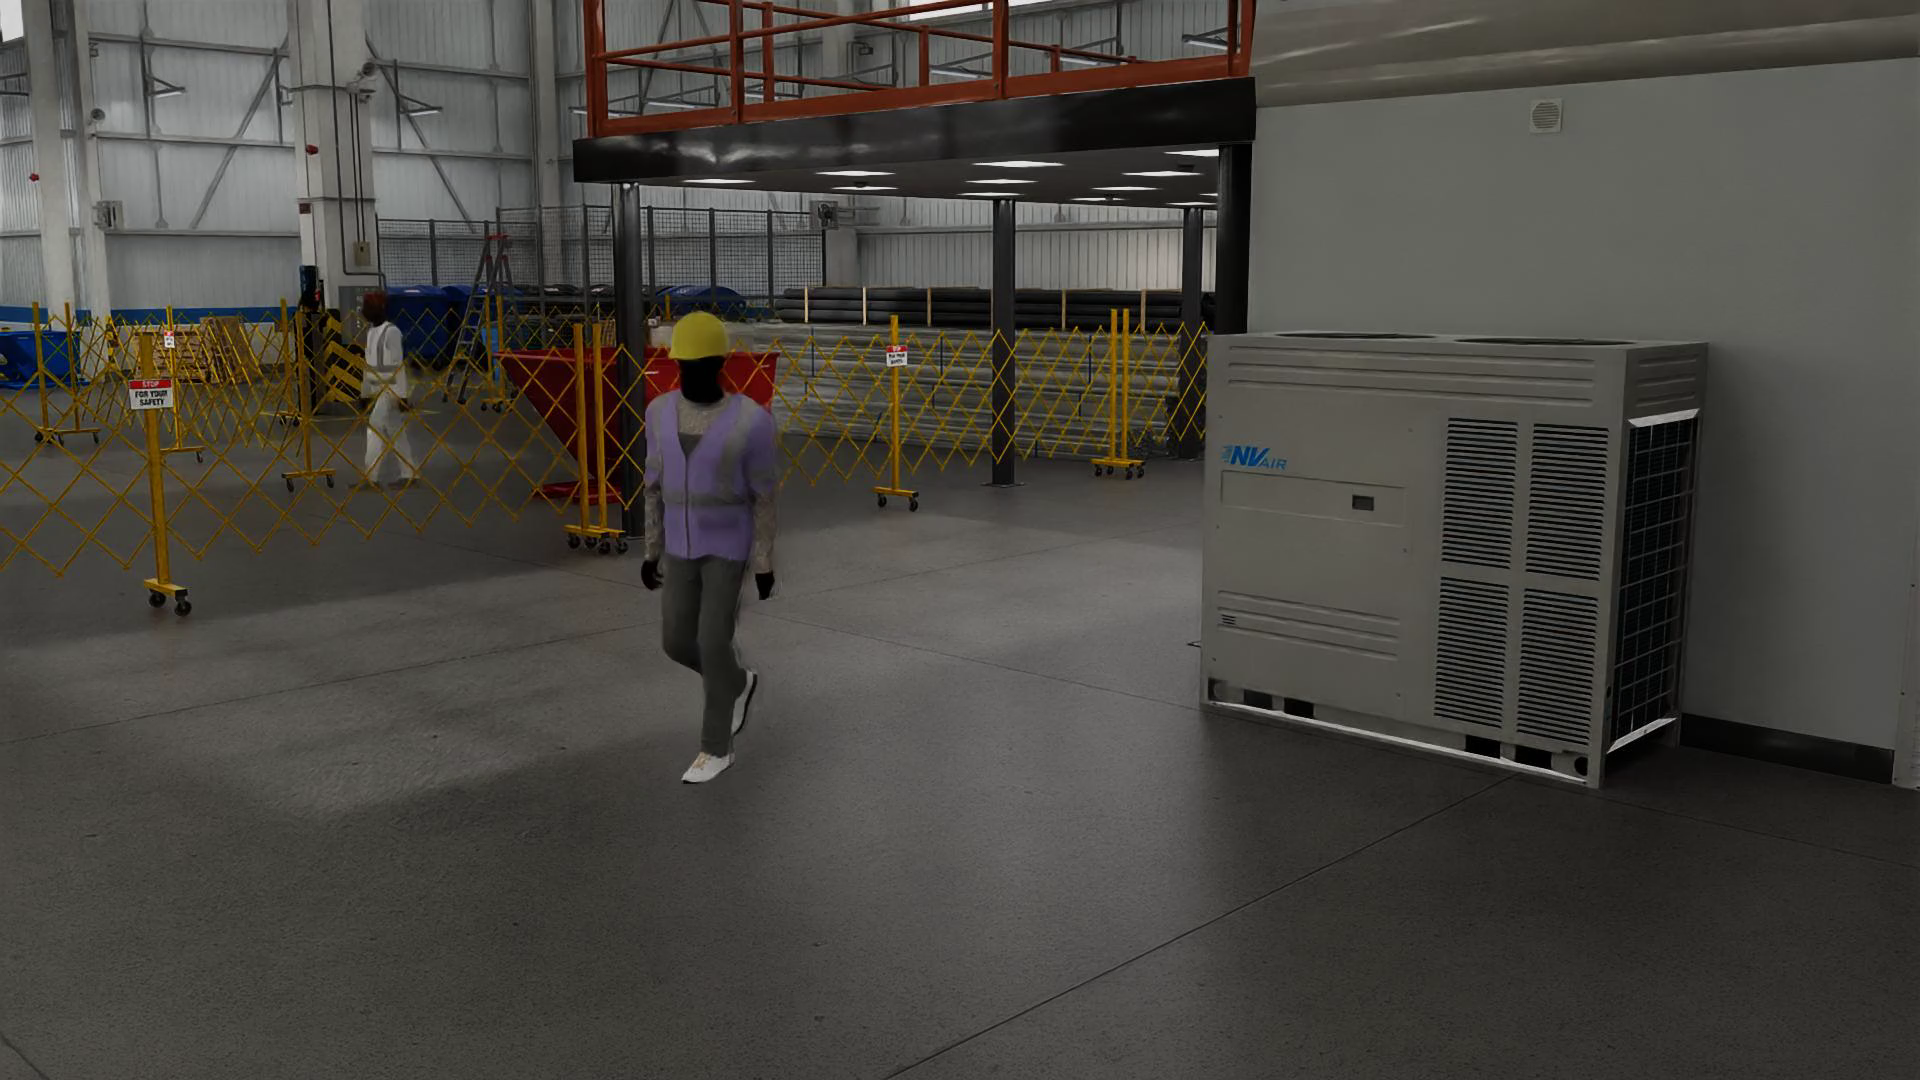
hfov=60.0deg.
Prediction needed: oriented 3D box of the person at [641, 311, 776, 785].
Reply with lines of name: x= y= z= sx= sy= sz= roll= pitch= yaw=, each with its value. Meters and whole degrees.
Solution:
person: x=-1.005 y=0.010 z=6.861 sx=0.604 sy=1.908 sz=0.604 roll=5 pitch=10 yaw=26

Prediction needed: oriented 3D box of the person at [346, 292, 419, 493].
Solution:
person: x=-5.438 y=-1.356 z=15.401 sx=0.846 sy=1.847 sz=0.601 roll=-7 pitch=12 yaw=-38
